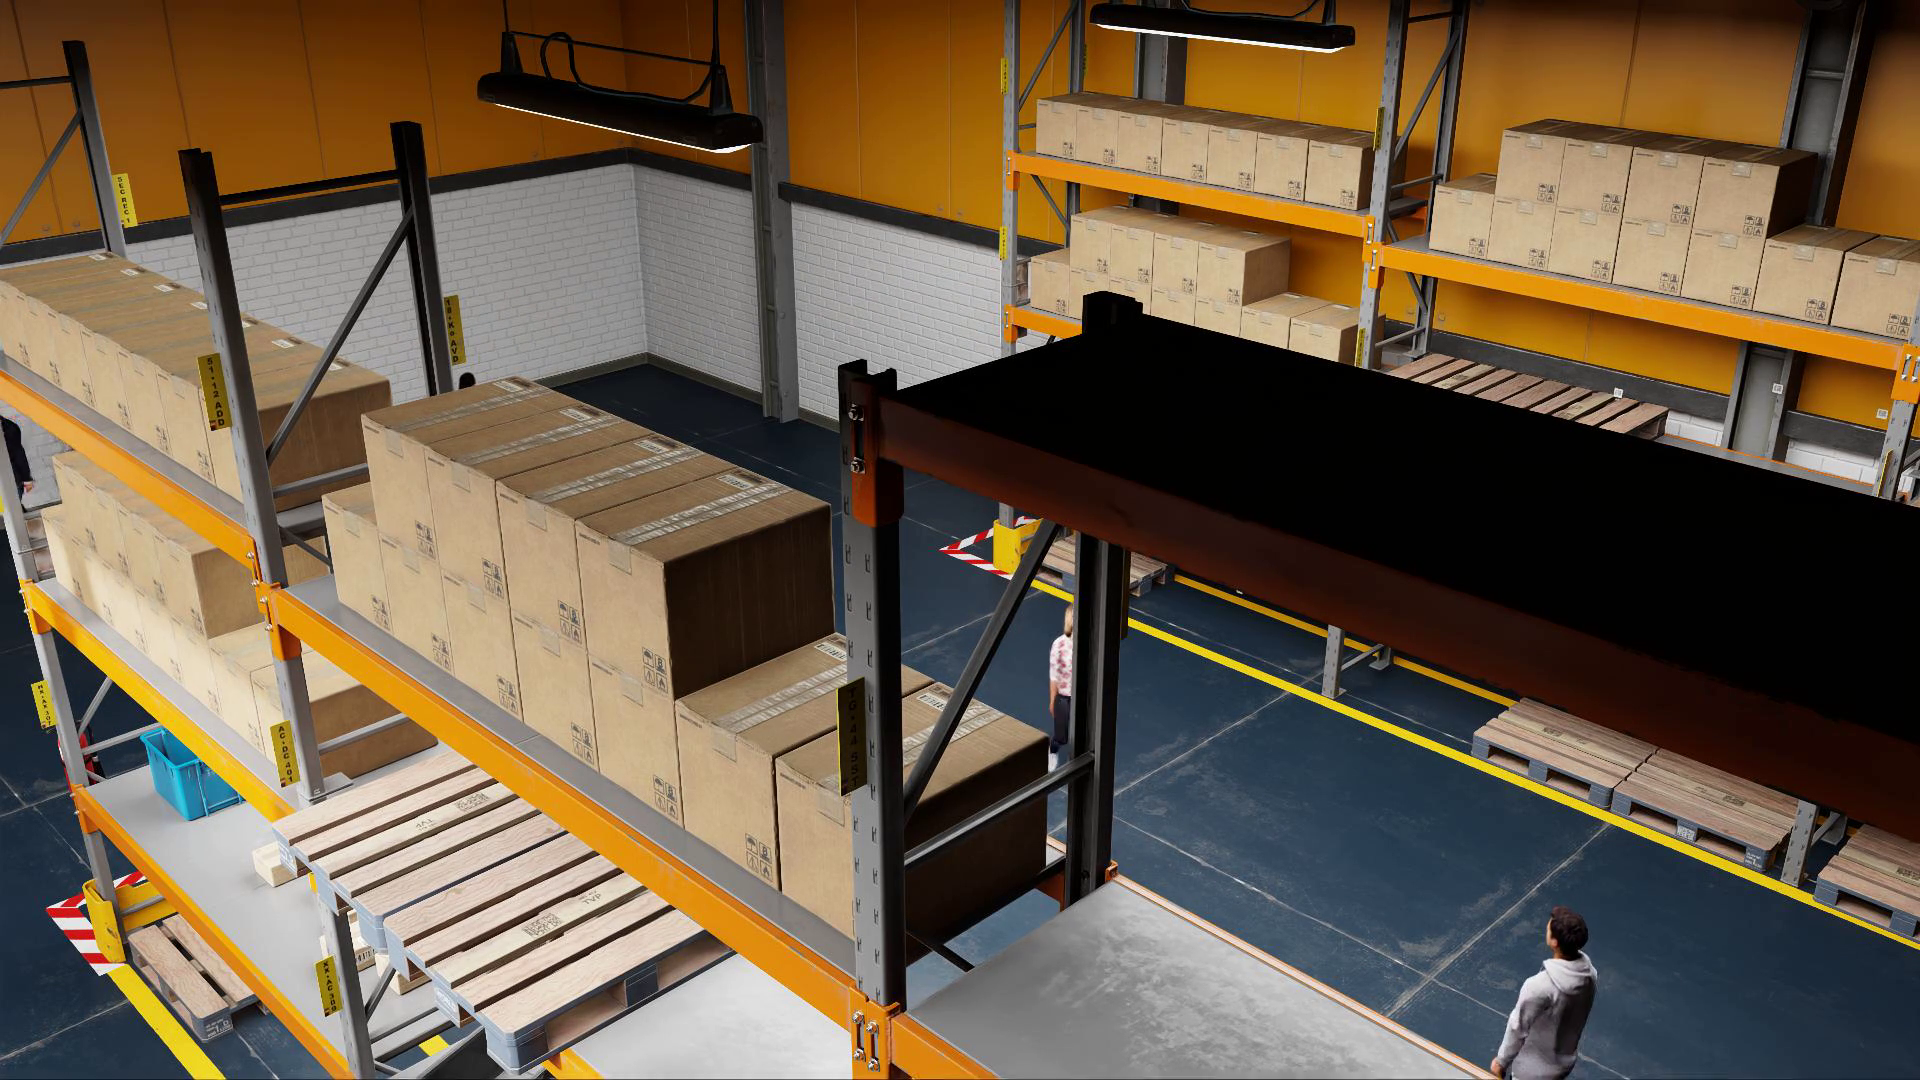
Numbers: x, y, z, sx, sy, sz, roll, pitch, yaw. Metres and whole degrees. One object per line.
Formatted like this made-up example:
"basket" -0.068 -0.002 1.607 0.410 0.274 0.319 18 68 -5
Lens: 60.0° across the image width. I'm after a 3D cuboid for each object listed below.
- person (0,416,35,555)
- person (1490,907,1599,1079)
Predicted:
"person" -9.893 -0.712 17.433 0.711 1.800 0.878 12 26 26
"person" 3.234 2.894 9.053 0.774 1.904 1.203 -16 29 -33
